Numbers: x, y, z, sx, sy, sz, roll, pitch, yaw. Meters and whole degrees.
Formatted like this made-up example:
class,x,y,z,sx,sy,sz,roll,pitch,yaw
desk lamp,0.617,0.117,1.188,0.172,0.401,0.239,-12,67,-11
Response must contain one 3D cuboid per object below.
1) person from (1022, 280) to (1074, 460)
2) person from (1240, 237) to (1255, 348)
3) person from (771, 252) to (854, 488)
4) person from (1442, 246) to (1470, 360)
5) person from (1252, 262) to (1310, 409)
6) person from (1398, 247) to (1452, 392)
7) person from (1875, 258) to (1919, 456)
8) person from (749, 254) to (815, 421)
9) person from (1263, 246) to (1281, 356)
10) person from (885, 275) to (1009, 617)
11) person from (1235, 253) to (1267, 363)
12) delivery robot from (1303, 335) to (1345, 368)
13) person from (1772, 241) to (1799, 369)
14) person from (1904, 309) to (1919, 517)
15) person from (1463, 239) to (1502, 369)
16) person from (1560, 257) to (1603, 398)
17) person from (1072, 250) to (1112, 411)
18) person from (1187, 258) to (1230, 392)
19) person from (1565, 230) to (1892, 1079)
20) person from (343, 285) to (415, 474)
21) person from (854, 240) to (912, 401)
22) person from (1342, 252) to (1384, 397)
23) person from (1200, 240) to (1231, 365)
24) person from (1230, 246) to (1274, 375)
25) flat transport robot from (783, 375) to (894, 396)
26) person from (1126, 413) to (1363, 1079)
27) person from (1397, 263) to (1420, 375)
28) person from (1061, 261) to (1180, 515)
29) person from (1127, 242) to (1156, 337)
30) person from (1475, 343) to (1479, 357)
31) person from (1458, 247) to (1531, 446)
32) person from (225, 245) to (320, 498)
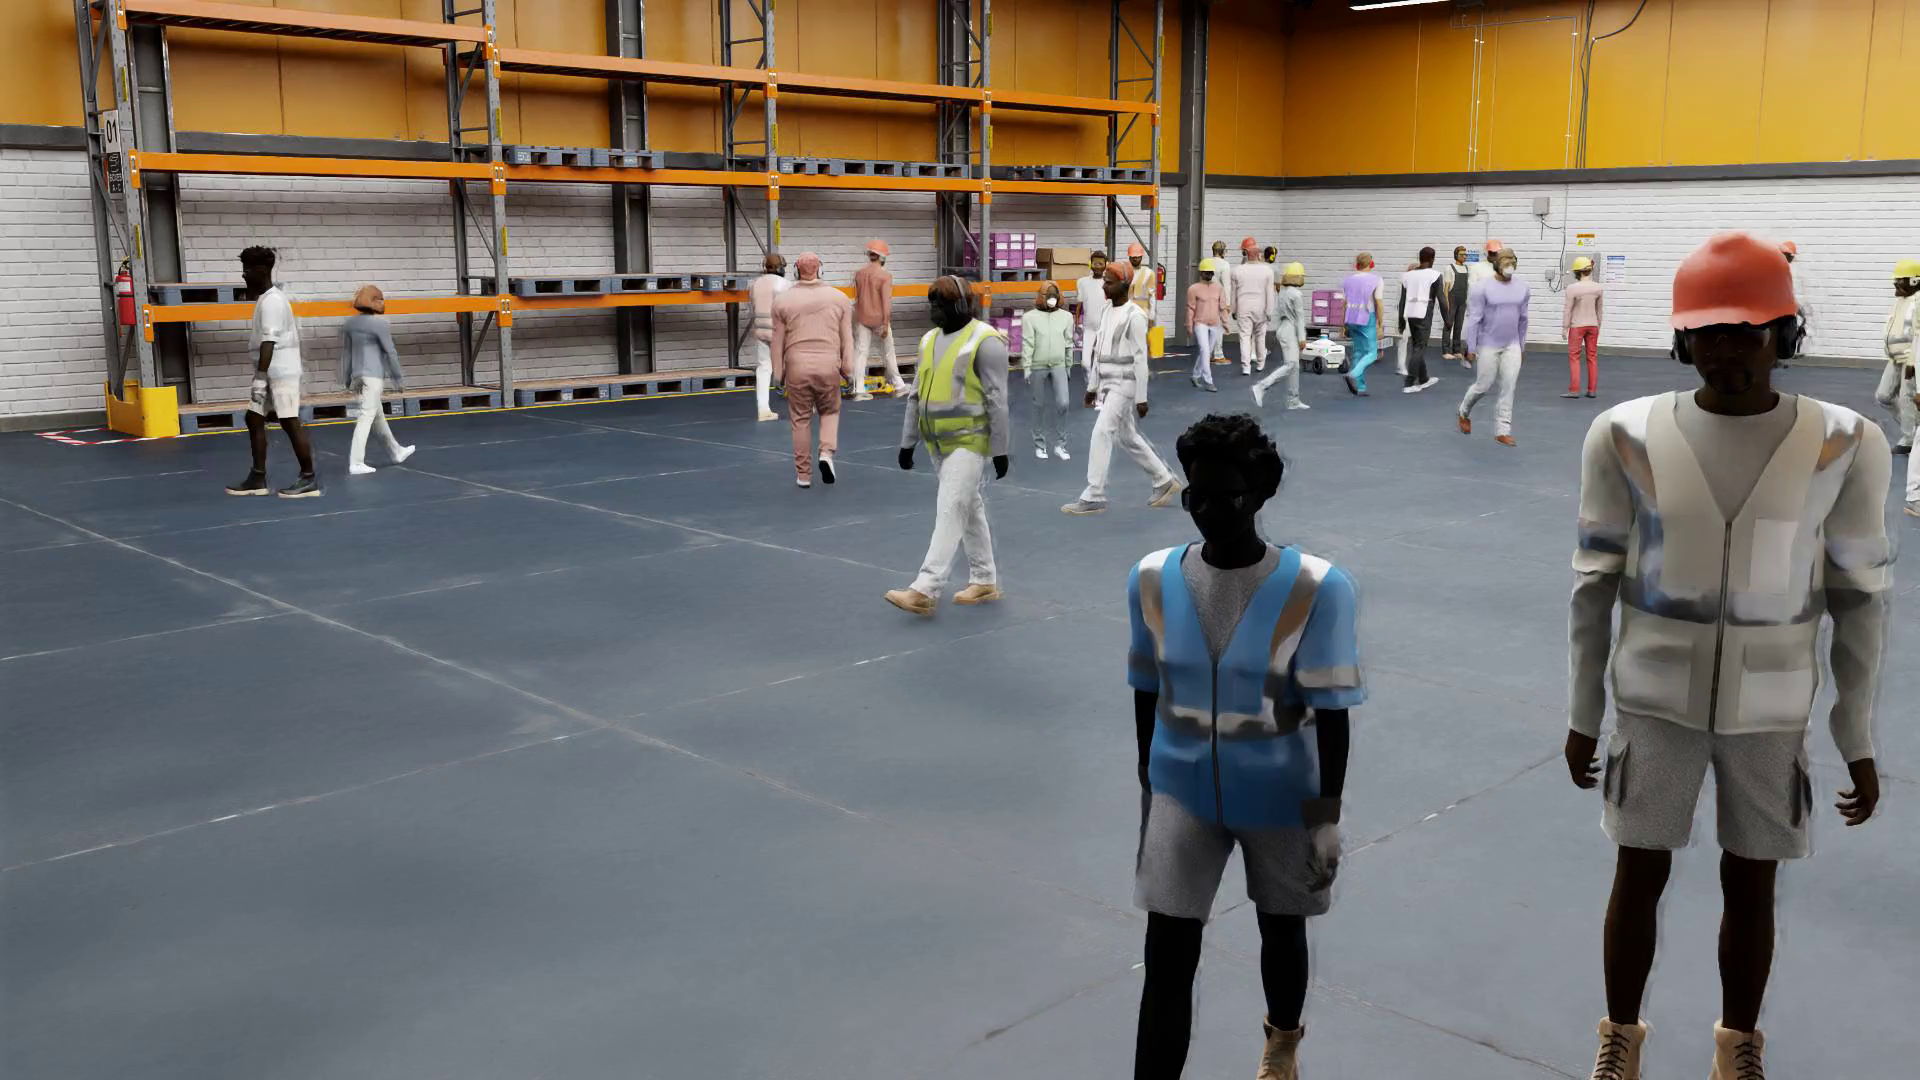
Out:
class,x,y,z,sx,sy,sz,roll,pitch,yaw
person,0.799,-1.517,14.973,0.505,1.613,0.578,-2,11,-11
person,5.074,-4.337,29.355,0.458,1.993,0.796,-1,10,-5
person,-1.185,-1.356,13.344,0.671,1.890,0.438,-1,10,-7
person,8.116,-3.865,27.153,0.504,1.847,0.344,-5,12,-27
person,3.738,-2.349,19.246,0.705,1.716,0.493,-2,11,-13
person,6.063,-2.864,21.647,0.916,1.863,0.600,-7,12,-33
person,8.682,-1.668,15.259,0.427,1.812,0.615,0,10,1
person,-1.970,-2.236,18.368,0.643,1.806,0.858,7,13,35
person,5.103,-3.942,27.633,0.550,1.829,0.826,9,13,39
person,-0.120,-0.499,8.911,0.904,1.801,0.662,-7,13,-35
person,4.665,-3.752,26.635,0.529,1.818,1.008,1,10,6
delivery robot,5.348,-2.773,24.465,0.477,0.478,0.707,-4,11,-19
person,12.497,-3.571,25.328,0.380,1.929,0.540,0,10,0
person,7.120,-1.102,11.977,0.584,1.882,0.337,-3,11,-18
person,7.643,-3.387,24.197,0.632,1.977,0.707,-1,10,-5
person,7.756,-2.644,20.752,0.532,1.757,0.368,-3,11,-14
person,1.573,-2.420,19.278,0.553,1.846,0.423,1,10,7
person,3.210,-2.827,21.809,0.532,1.728,0.873,-4,11,-22
person,1.669,0.359,3.647,0.646,2.031,0.473,4,11,22
person,-5.014,-1.390,14.348,0.534,1.587,0.854,6,12,30
person,-0.995,-2.715,20.575,0.626,1.944,0.985,7,13,34
person,4.989,-2.673,20.728,0.576,1.820,0.582,-9,14,-41
person,4.018,-3.720,26.109,0.353,1.936,0.635,-7,12,-33
person,4.275,-3.354,24.325,0.645,1.854,0.988,3,11,14
flat transport robot,-1.518,-1.927,20.879,0.652,0.197,1.431,9,14,42
person,0.576,0.557,3.558,0.541,1.646,0.863,5,12,26
person,6.526,-3.171,23.962,0.547,1.616,0.537,-7,12,-33
person,1.218,-1.115,12.175,0.948,1.845,0.576,-3,11,-16
person,2.367,-3.086,22.701,0.557,1.916,0.599,3,11,16
person,8.759,-3.833,27.585,0.434,1.623,0.516,3,11,18
person,5.190,-1.889,16.213,0.639,1.919,0.769,-2,11,-12
person,-5.348,-1.266,12.707,0.802,1.933,0.631,-5,12,-26
